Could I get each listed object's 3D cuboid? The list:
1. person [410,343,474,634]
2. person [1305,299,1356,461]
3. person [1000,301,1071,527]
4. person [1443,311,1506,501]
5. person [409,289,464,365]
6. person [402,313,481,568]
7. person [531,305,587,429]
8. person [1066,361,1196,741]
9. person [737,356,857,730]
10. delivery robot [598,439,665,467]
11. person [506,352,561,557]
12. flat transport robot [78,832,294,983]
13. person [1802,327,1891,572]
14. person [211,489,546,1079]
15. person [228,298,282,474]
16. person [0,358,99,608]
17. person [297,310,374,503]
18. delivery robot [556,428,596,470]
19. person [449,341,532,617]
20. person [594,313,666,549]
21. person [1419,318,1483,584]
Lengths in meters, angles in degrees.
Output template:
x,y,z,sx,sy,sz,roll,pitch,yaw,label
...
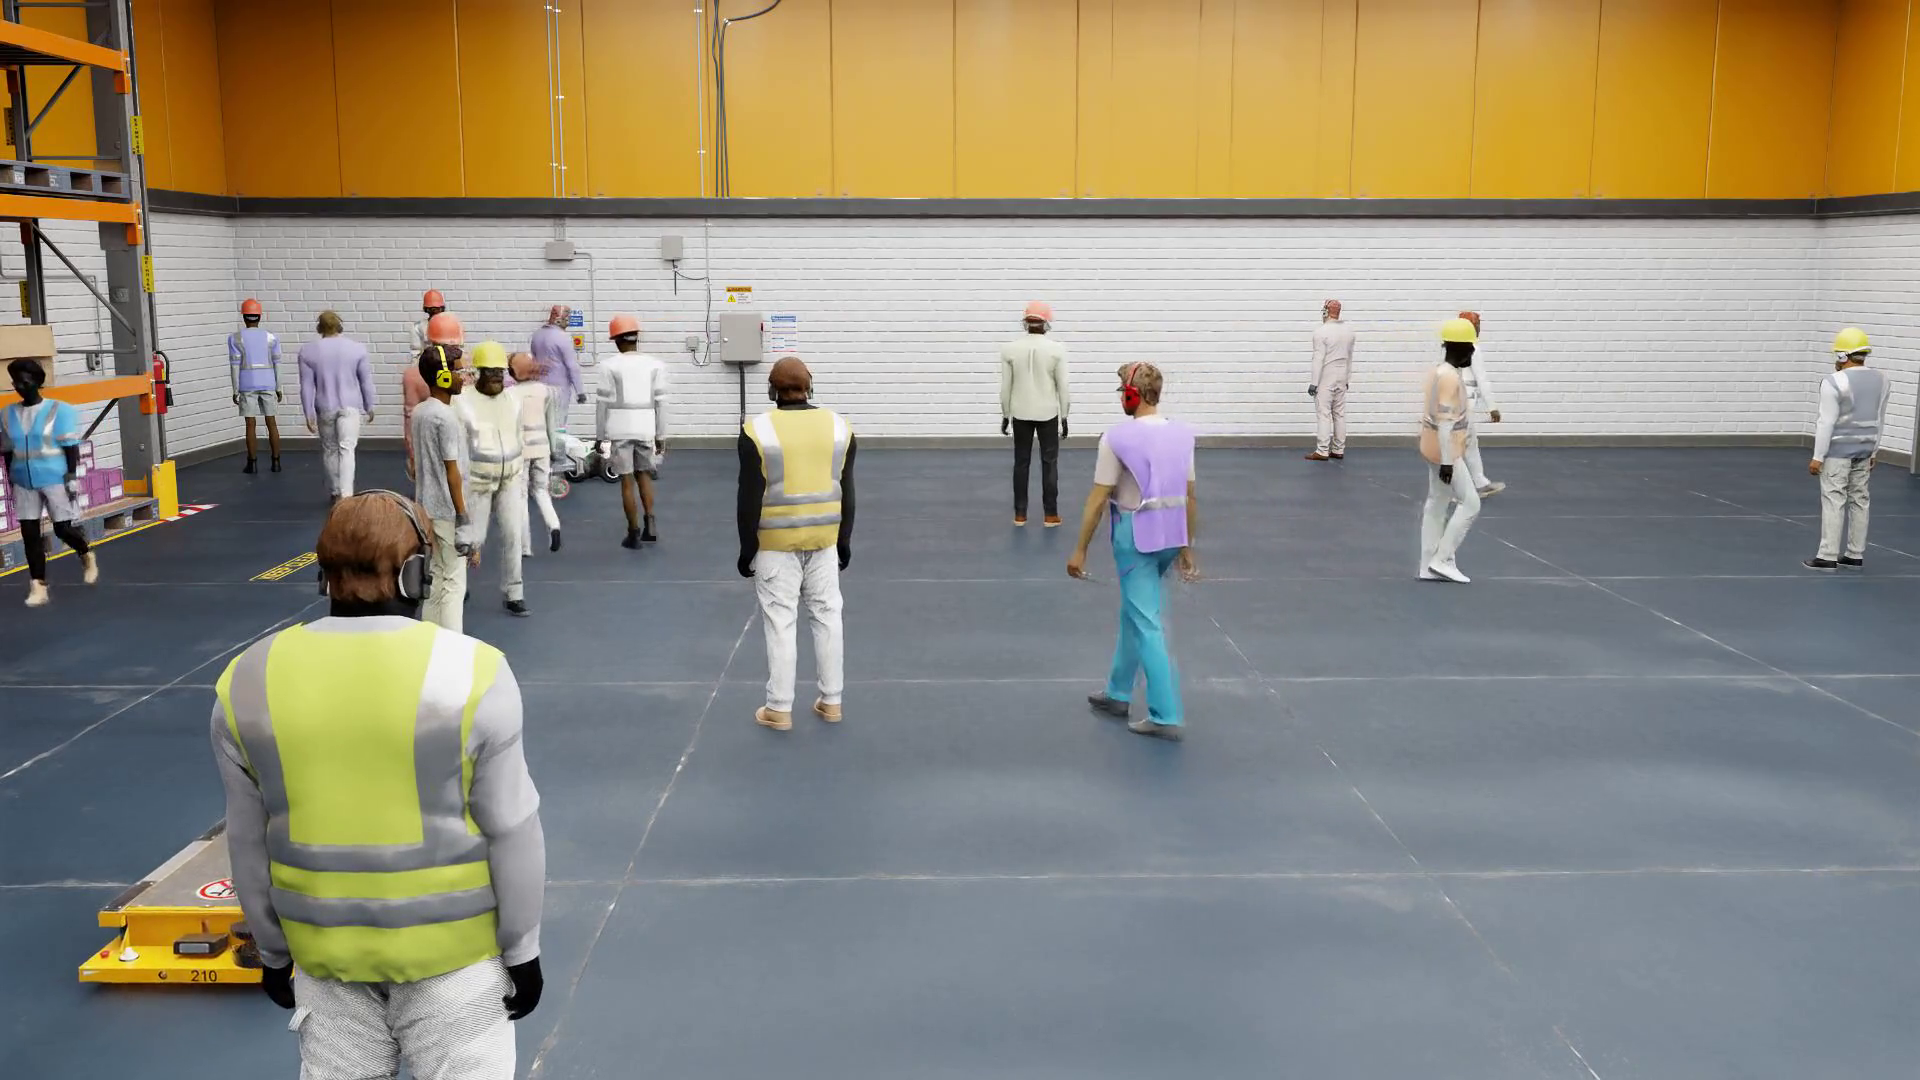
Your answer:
x,y,z,sx,sy,sz,roll,pitch,yaw,label
-2.745,-0.114,8.932,0.329,1.872,0.510,-8,12,-39,person
4.375,-1.895,19.744,0.651,1.907,0.409,-7,11,-36,person
0.653,-1.098,14.642,0.659,1.991,0.390,2,10,14,person
5.030,-1.290,16.217,0.832,1.851,0.586,-1,9,-7,person
-6.128,-1.923,19.563,0.615,2.028,0.409,-4,10,-24,person
-3.613,-0.631,11.827,0.647,1.958,0.661,-4,10,-21,person
-4.485,-1.690,18.614,0.669,1.871,0.511,9,13,43,person
0.821,0.039,8.180,0.590,1.813,0.857,-8,12,-42,person
-0.820,0.015,8.238,0.630,1.840,0.429,-5,11,-29,person
-3.529,-0.957,17.836,0.707,0.478,0.477,-3,10,-21,delivery robot
-3.365,-0.659,13.019,0.532,1.624,0.435,-9,13,-43,person
-2.415,1.184,5.866,0.652,0.197,1.431,0,9,0,flat transport robot
6.620,-0.670,12.452,0.586,1.836,0.404,-3,10,-17,person
-1.131,0.812,3.363,0.621,1.838,0.429,0,9,3,person
-7.815,-1.704,18.474,0.545,1.938,0.359,-6,11,-34,person
-6.204,-0.406,11.297,0.549,1.679,0.597,0,9,0,person
-5.900,-1.227,15.755,0.642,1.889,1.061,-3,10,-15,person
-4.271,-0.956,17.830,0.707,0.478,0.477,1,9,7,delivery robot
-3.133,-0.408,10.935,0.591,1.809,0.723,-8,12,-41,person
-2.680,-0.876,13.511,0.538,1.907,0.473,-6,11,-32,person
3.561,-0.628,11.937,0.500,1.912,0.611,1,9,9,person
